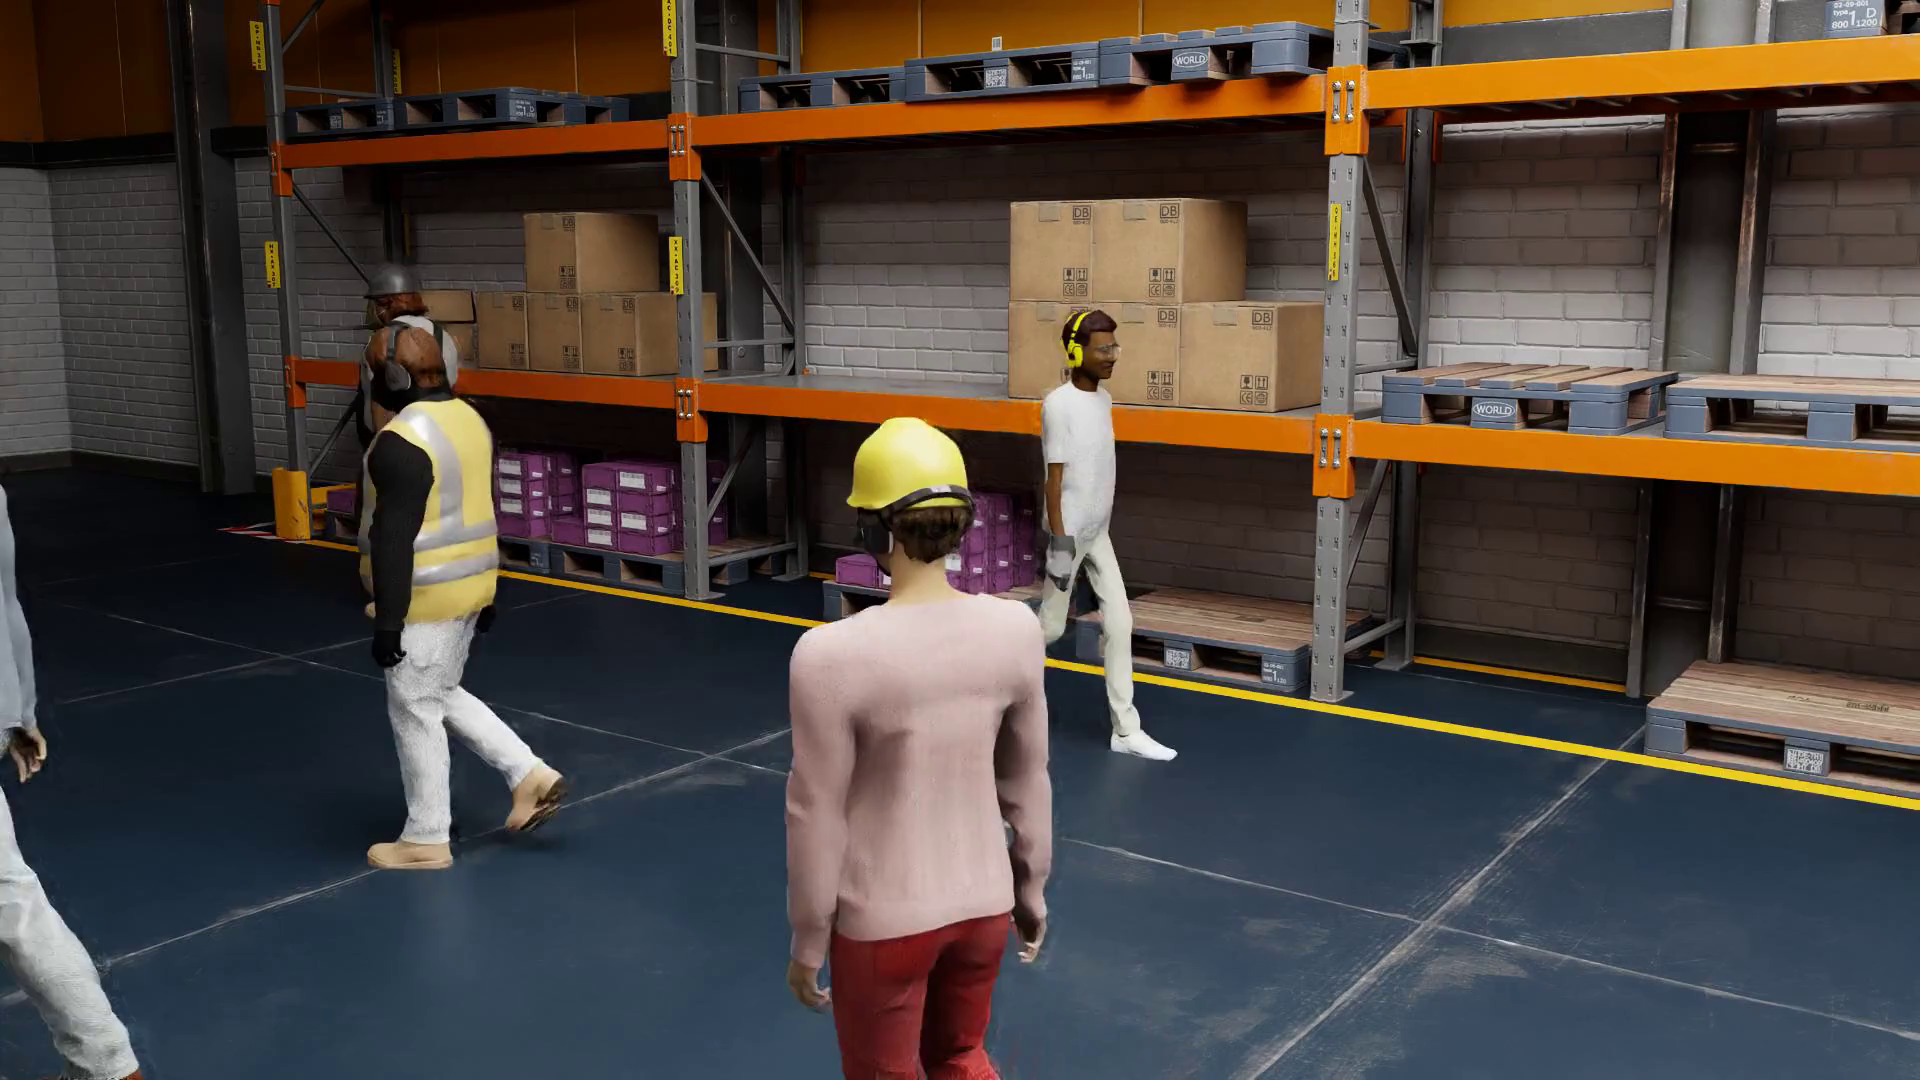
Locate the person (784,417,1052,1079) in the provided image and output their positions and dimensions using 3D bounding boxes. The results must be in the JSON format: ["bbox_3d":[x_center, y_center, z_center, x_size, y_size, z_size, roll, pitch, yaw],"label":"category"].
[{"bbox_3d":[-0.047,0.663,2.957,0.525,1.755,0.467,-7,12,-36],"label":"person"}]

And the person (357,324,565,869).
[{"bbox_3d":[-1.696,0.201,5.494,0.545,1.821,0.623,1,10,4],"label":"person"}]

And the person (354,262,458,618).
[{"bbox_3d":[-3.141,-0.559,9.370,0.618,2.000,0.690,4,10,23],"label":"person"}]

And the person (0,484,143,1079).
[{"bbox_3d":[-2.417,0.461,3.782,1.064,1.870,0.636,-1,10,-4],"label":"person"}]

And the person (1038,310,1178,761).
[{"bbox_3d":[0.441,-0.031,6.856,0.921,1.836,0.531,7,12,35],"label":"person"}]
